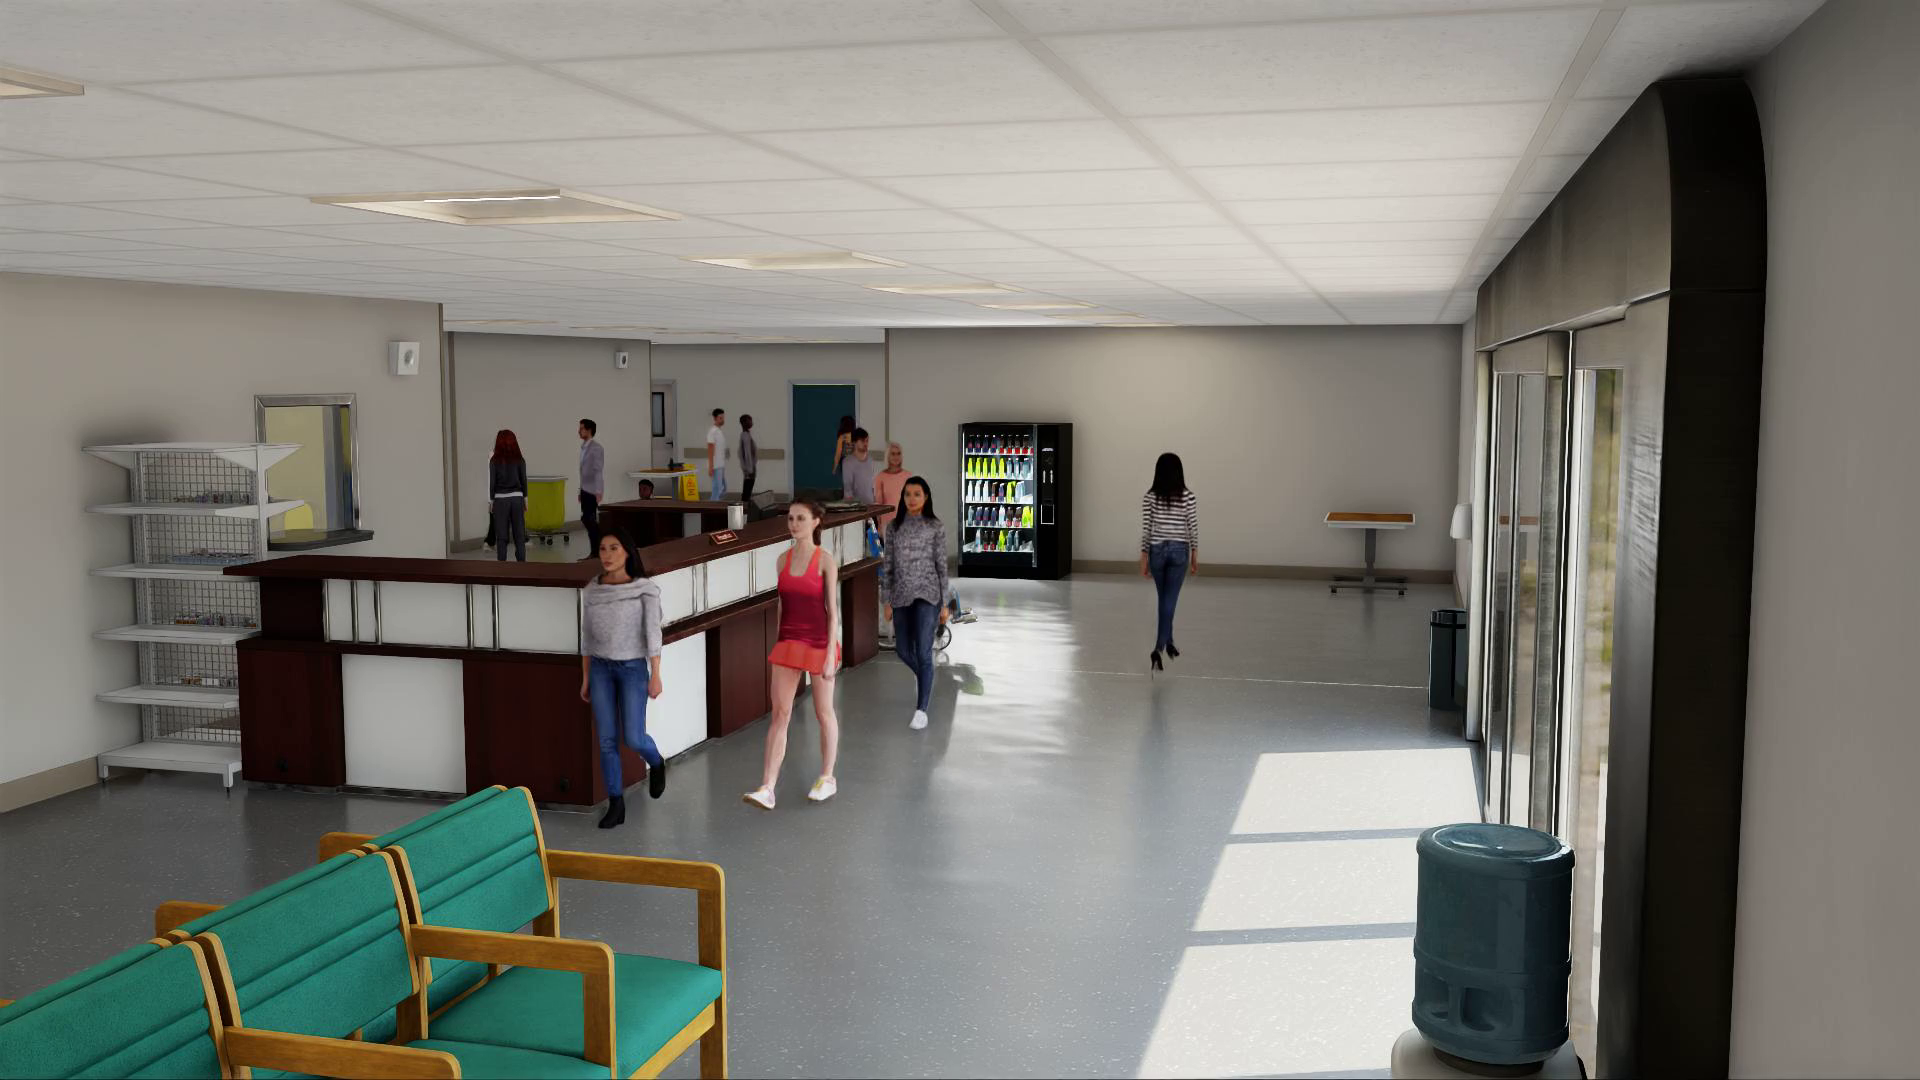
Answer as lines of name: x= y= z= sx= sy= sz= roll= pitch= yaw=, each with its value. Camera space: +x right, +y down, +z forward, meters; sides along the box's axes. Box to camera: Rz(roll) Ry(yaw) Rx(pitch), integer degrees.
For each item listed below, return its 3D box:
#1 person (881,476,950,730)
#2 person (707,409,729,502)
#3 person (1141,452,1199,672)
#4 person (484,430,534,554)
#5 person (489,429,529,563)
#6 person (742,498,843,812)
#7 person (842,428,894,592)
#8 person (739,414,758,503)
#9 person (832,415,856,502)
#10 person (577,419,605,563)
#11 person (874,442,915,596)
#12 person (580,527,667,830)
person: x=-0.281 y=0.423 z=11.583 sx=0.981 sy=1.707 sz=0.694 roll=1 pitch=6 yaw=13
person: x=-3.988 y=-1.199 z=27.019 sx=0.688 sy=1.844 sz=0.779 roll=0 pitch=6 yaw=2
person: x=1.661 y=0.227 z=13.284 sx=1.091 sy=1.740 sz=0.689 roll=2 pitch=6 yaw=17
person: x=-6.101 y=-0.608 z=22.149 sx=1.085 sy=1.644 sz=0.808 roll=2 pitch=6 yaw=23
person: x=-5.279 y=-0.405 z=19.451 sx=0.621 sy=1.780 sz=0.721 roll=-2 pitch=6 yaw=-19
person: x=-0.823 y=0.637 z=9.374 sx=0.986 sy=1.724 sz=0.690 roll=2 pitch=6 yaw=20
person: x=-1.180 y=-0.292 z=18.220 sx=1.239 sy=1.801 sz=0.996 roll=5 pitch=7 yaw=39
person: x=-3.431 y=-1.141 z=26.802 sx=0.676 sy=1.771 sz=0.689 roll=-1 pitch=6 yaw=-10
person: x=-1.693 y=-1.094 z=26.507 sx=0.948 sy=1.737 sz=1.099 roll=-5 pitch=8 yaw=-43
person: x=-4.636 y=-0.622 z=21.311 sx=0.903 sy=1.839 sz=0.838 roll=-4 pitch=7 yaw=-33
person: x=-0.679 y=-0.155 z=17.405 sx=1.117 sy=1.691 sz=1.098 roll=-2 pitch=6 yaw=-22
person: x=-1.797 y=0.730 z=8.968 sx=0.691 sy=1.619 sz=0.673 roll=2 pitch=6 yaw=17
